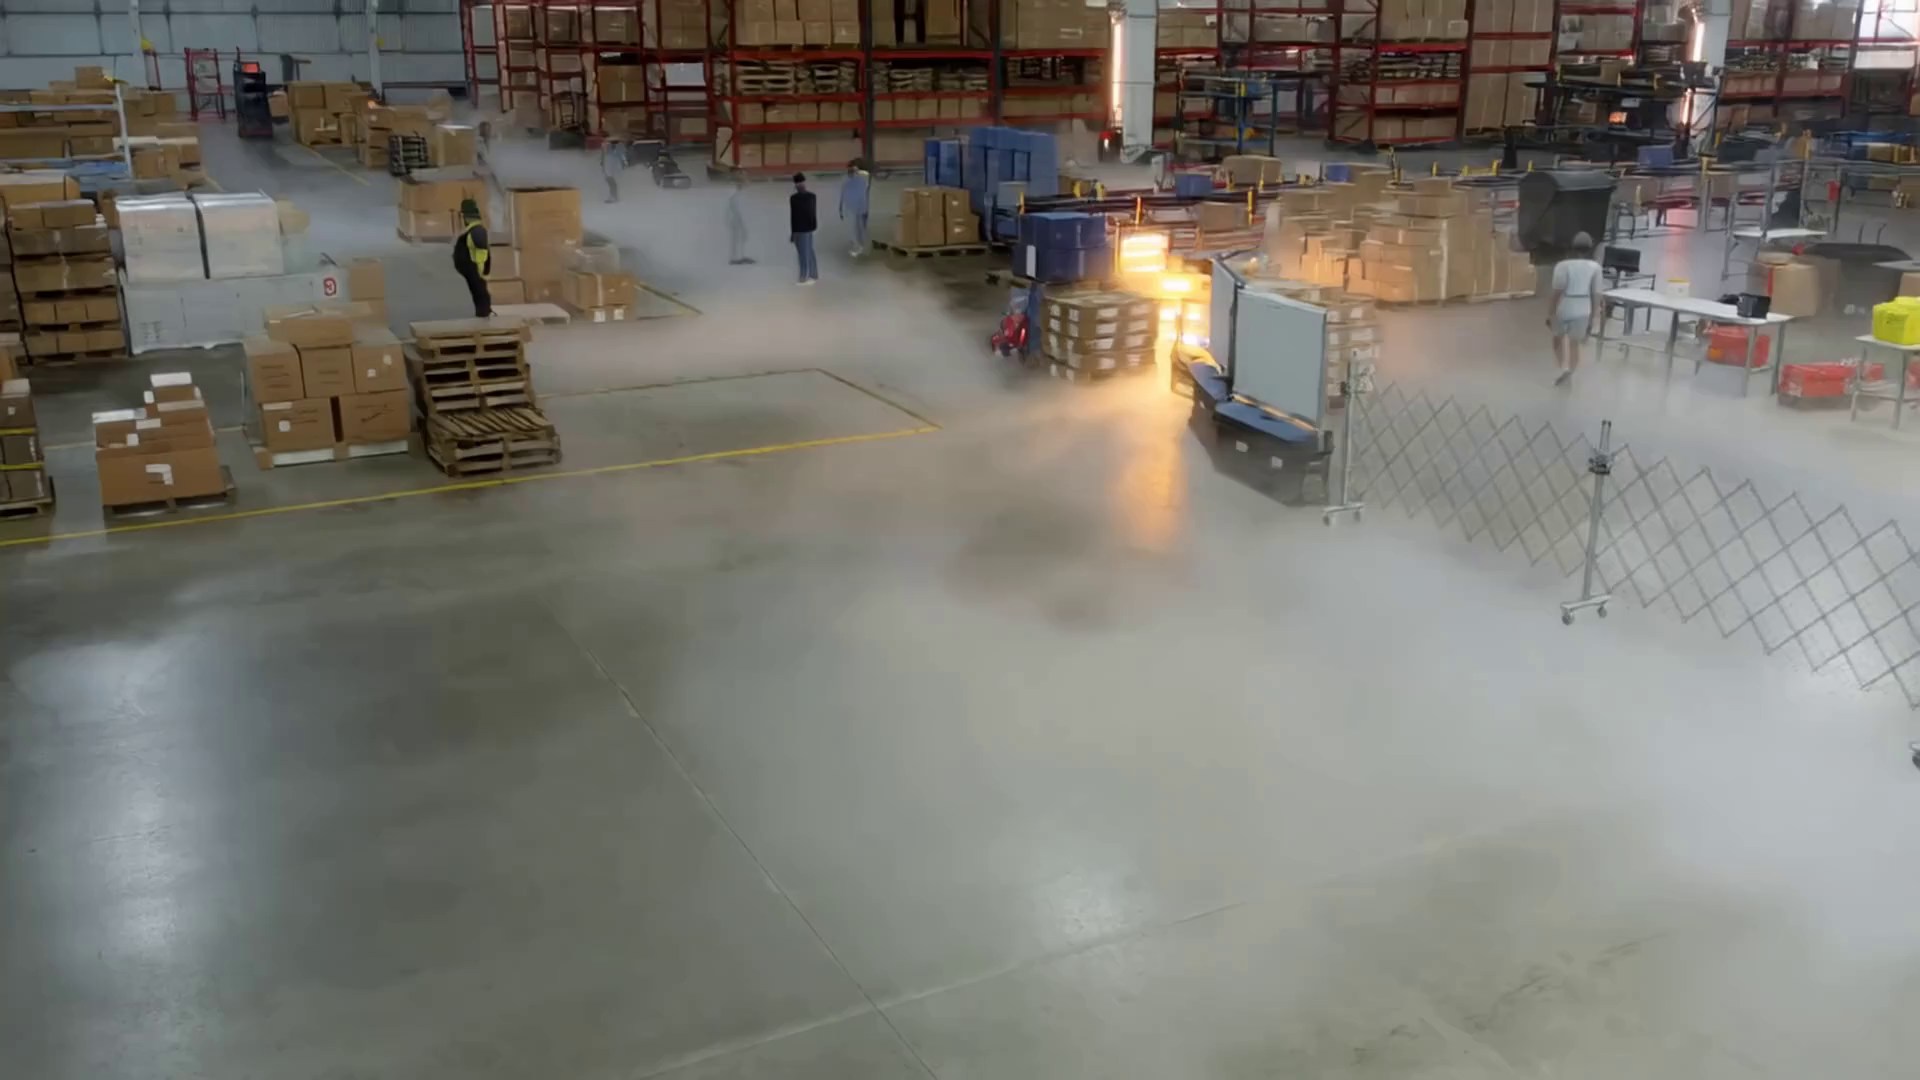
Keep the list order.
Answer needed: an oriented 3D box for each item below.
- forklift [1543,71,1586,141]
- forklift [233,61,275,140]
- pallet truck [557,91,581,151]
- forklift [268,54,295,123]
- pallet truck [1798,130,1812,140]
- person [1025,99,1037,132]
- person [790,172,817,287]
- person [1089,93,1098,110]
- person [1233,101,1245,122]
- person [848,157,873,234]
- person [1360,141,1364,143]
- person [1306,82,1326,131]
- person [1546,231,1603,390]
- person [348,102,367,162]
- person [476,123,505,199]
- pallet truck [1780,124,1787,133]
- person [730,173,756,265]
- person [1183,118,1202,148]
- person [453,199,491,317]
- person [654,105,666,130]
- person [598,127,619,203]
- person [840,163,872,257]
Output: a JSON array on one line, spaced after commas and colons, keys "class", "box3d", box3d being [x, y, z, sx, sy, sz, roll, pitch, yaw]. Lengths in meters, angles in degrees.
[{"class": "forklift", "box3d": [18.685, -13.231, 52.085, 1.873, 2.768, 1.129, -9, 20, -26]}, {"class": "forklift", "box3d": [-26.340, -16.357, 61.827, 1.129, 2.768, 1.873, -9, 20, -27]}, {"class": "pallet truck", "box3d": [-13.495, -14.412, 57.188, 0.823, 1.965, 1.885, -3, 18, -9]}, {"class": "forklift", "box3d": [-28.414, -19.135, 70.490, 1.873, 2.768, 1.129, -9, 20, -26]}, {"class": "pallet truck", "box3d": [25.526, -11.556, 49.408, 1.630, 1.274, 0.653, -9, 20, -26]}, {"class": "person", "box3d": [2.429, -13.421, 54.274, 0.785, 1.881, 0.673, -5, 18, -14]}, {"class": "person", "box3d": [-2.776, -5.458, 29.280, 0.391, 1.990, 0.621, 13, 22, 35]}, {"class": "person", "box3d": [5.529, -18.141, 69.301, 0.322, 1.694, 0.535, -15, 23, -38]}, {"class": "person", "box3d": [10.708, -16.572, 64.036, 0.505, 1.926, 0.649, -10, 20, -29]}, {"class": "person", "box3d": [-2.151, -7.396, 35.816, 0.540, 1.679, 0.568, 3, 18, 8]}, {"class": "person", "box3d": [14.441, -14.869, 59.238, 0.507, 1.612, 0.498, -10, 20, -27]}, {"class": "person", "box3d": [14.136, -17.239, 66.184, 0.983, 1.892, 0.560, -7, 19, -20]}, {"class": "person", "box3d": [7.880, -2.942, 21.387, 0.633, 2.023, 0.425, 3, 18, 8]}, {"class": "person", "box3d": [-19.251, -12.989, 52.989, 0.529, 1.852, 0.596, 12, 21, 32]}, {"class": "person", "box3d": [-12.145, -9.712, 42.676, 1.022, 1.908, 0.627, 2, 18, 7]}, {"class": "pallet truck", "box3d": [25.206, -12.542, 52.601, 1.601, 1.201, 0.680, 0, 18, -2]}, {"class": "person", "box3d": [-4.137, -6.105, 31.676, 0.622, 1.743, 0.556, 1, 18, 2]}, {"class": "person", "box3d": [6.932, -11.847, 49.696, 0.546, 1.671, 0.569, 12, 21, 33]}, {"class": "person", "box3d": [-7.302, -4.075, 24.893, 0.539, 2.000, 0.689, -8, 20, -24]}, {"class": "person", "box3d": [-11.316, -16.042, 62.902, 0.810, 1.606, 0.514, -7, 19, -21]}, {"class": "person", "box3d": [-8.855, -9.451, 41.898, 0.388, 1.898, 0.694, -2, 18, -6]}, {"class": "person", "box3d": [-2.074, -6.528, 32.903, 0.620, 1.808, 0.545, -9, 20, -25]}]
